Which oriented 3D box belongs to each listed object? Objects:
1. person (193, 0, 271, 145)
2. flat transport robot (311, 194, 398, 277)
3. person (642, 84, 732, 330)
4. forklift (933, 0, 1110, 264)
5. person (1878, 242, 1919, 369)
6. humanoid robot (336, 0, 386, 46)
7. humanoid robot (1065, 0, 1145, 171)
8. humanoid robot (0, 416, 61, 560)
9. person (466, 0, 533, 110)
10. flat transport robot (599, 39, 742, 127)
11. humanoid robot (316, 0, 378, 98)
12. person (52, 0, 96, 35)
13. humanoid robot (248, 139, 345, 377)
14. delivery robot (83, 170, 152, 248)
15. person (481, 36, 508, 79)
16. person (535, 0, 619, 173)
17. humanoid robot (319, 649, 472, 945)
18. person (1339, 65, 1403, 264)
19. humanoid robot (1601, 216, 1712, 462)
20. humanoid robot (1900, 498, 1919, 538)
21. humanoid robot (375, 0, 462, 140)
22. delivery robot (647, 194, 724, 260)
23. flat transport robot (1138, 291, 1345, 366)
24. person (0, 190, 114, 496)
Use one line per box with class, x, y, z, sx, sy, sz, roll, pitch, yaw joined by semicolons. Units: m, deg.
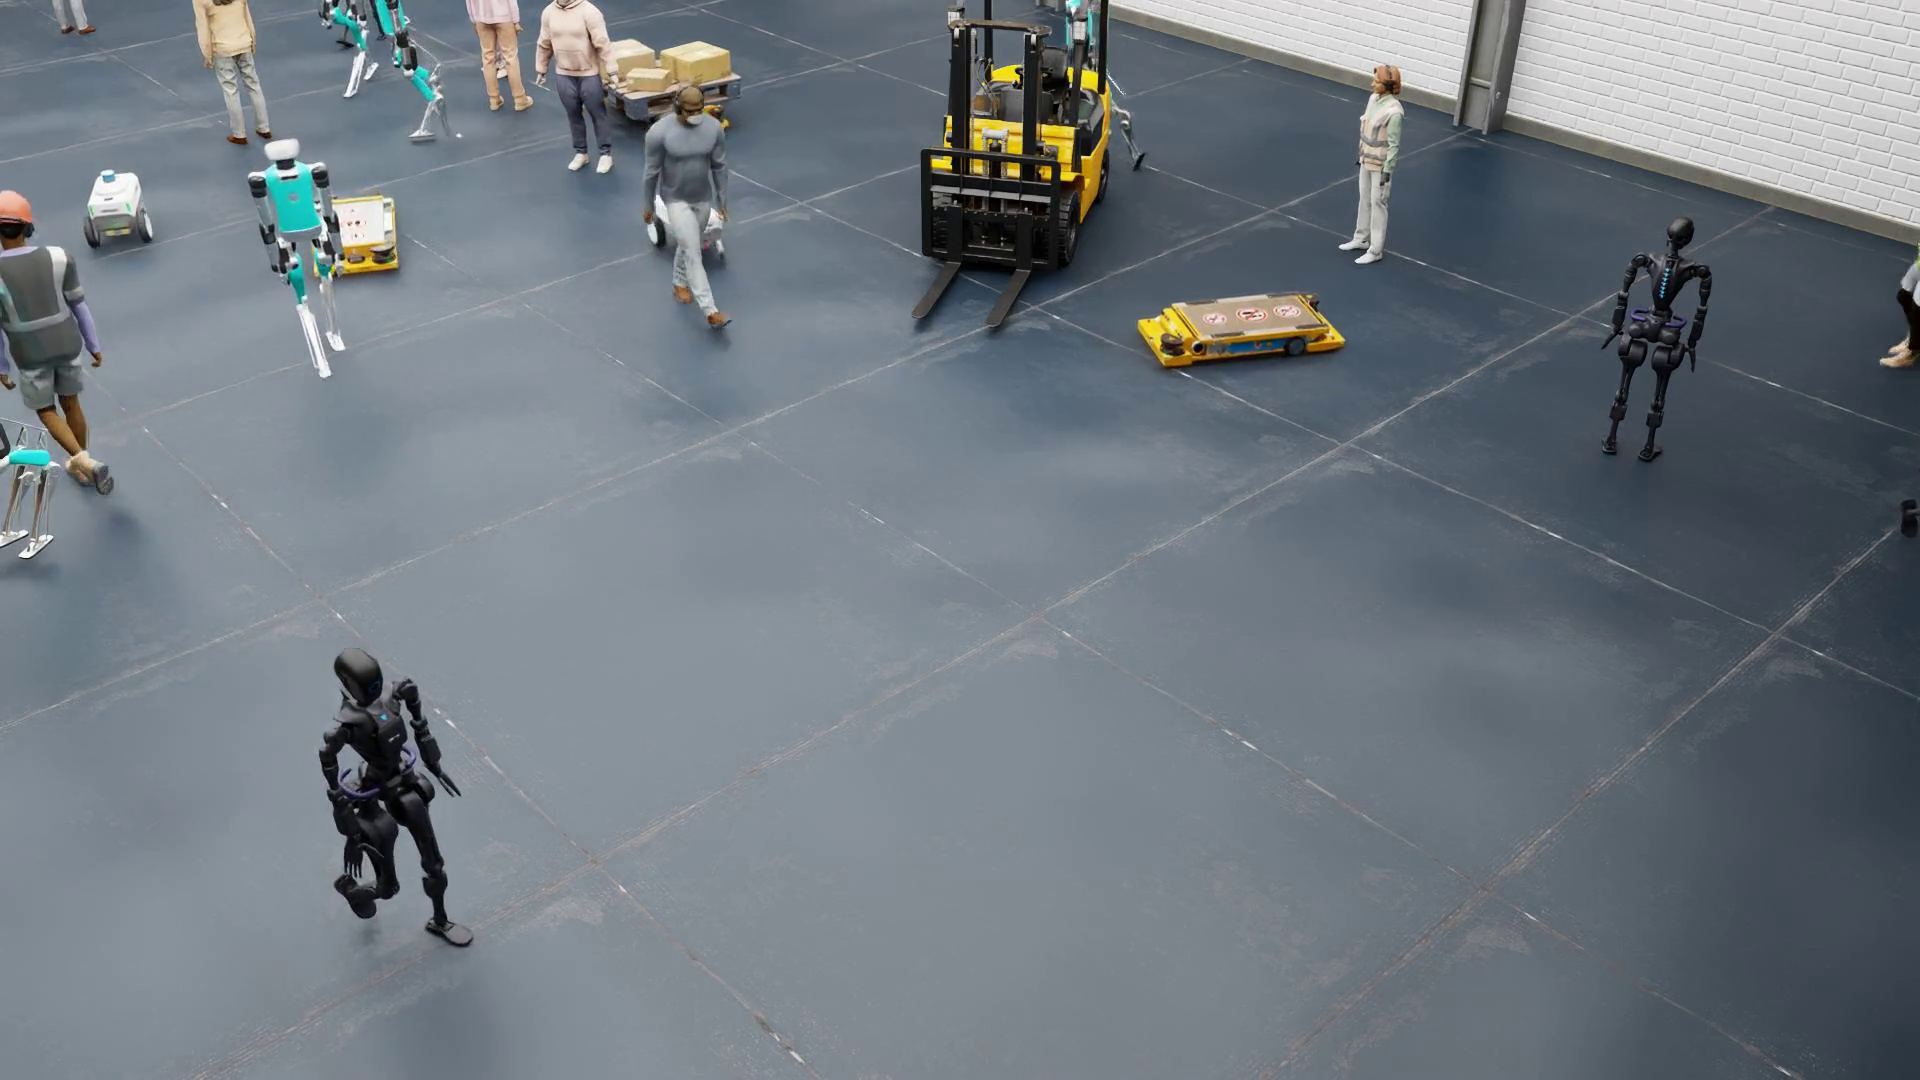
person;-7.020;-4.750;16.014;0.414;1.869;0.562;24;40;32
flat transport robot;-5.169;-2.628;14.213;0.659;0.231;1.431;-9;34;-14
person;-2.038;-2.562;12.654;0.649;1.866;1.055;-23;40;-31
forklift;0.570;-3.725;14.138;1.214;2.155;2.313;9;34;13
person;6.998;-1.964;11.912;0.329;1.661;0.584;6;34;10
humanoid robot;-6.864;-6.425;18.810;0.587;1.654;0.744;17;37;24
humanoid robot;1.385;-4.226;15.360;0.886;1.819;0.545;10;34;14
humanoid robot;-5.679;-0.698;9.777;0.533;1.677;0.735;13;35;19
person;-4.713;-5.241;16.838;0.525;1.784;0.404;3;33;5
flat transport robot;-2.980;-4.431;16.984;0.659;0.231;1.431;-20;38;-28
humanoid robot;-6.375;-5.596;17.470;0.536;1.767;1.026;5;33;7
person;-10.375;-6.648;19.130;0.472;1.644;0.334;2;33;3
humanoid robot;-4.782;-2.133;12.115;0.530;1.776;0.835;-14;36;-21
delivery robot;-7.267;-2.865;14.333;0.499;0.614;0.812;-10;34;-15
person;-5.068;-5.842;17.786;0.320;1.760;0.522;-16;36;-23
person;-3.531;-4.347;15.405;0.820;1.855;0.434;6;34;9
humanoid robot;-2.522;1.092;7.222;0.609;1.638;0.608;17;37;24
person;3.414;-3.082;13.651;0.305;1.638;0.524;-7;34;-11
humanoid robot;4.541;-1.327;10.908;0.599;1.657;0.315;17;37;25
humanoid robot;6.028;-0.577;9.785;0.605;1.641;0.576;-5;33;-8
humanoid robot;-5.163;-4.622;16.034;0.758;1.901;0.568;-19;38;-27
delivery robot;-2.287;-2.684;14.027;0.499;0.586;0.765;-19;37;-26
flat transport robot;2.135;-1.605;12.639;1.431;0.231;0.659;-7;34;-10
person;-5.679;-1.165;10.380;0.611;2.011;0.725;-27;42;-35
